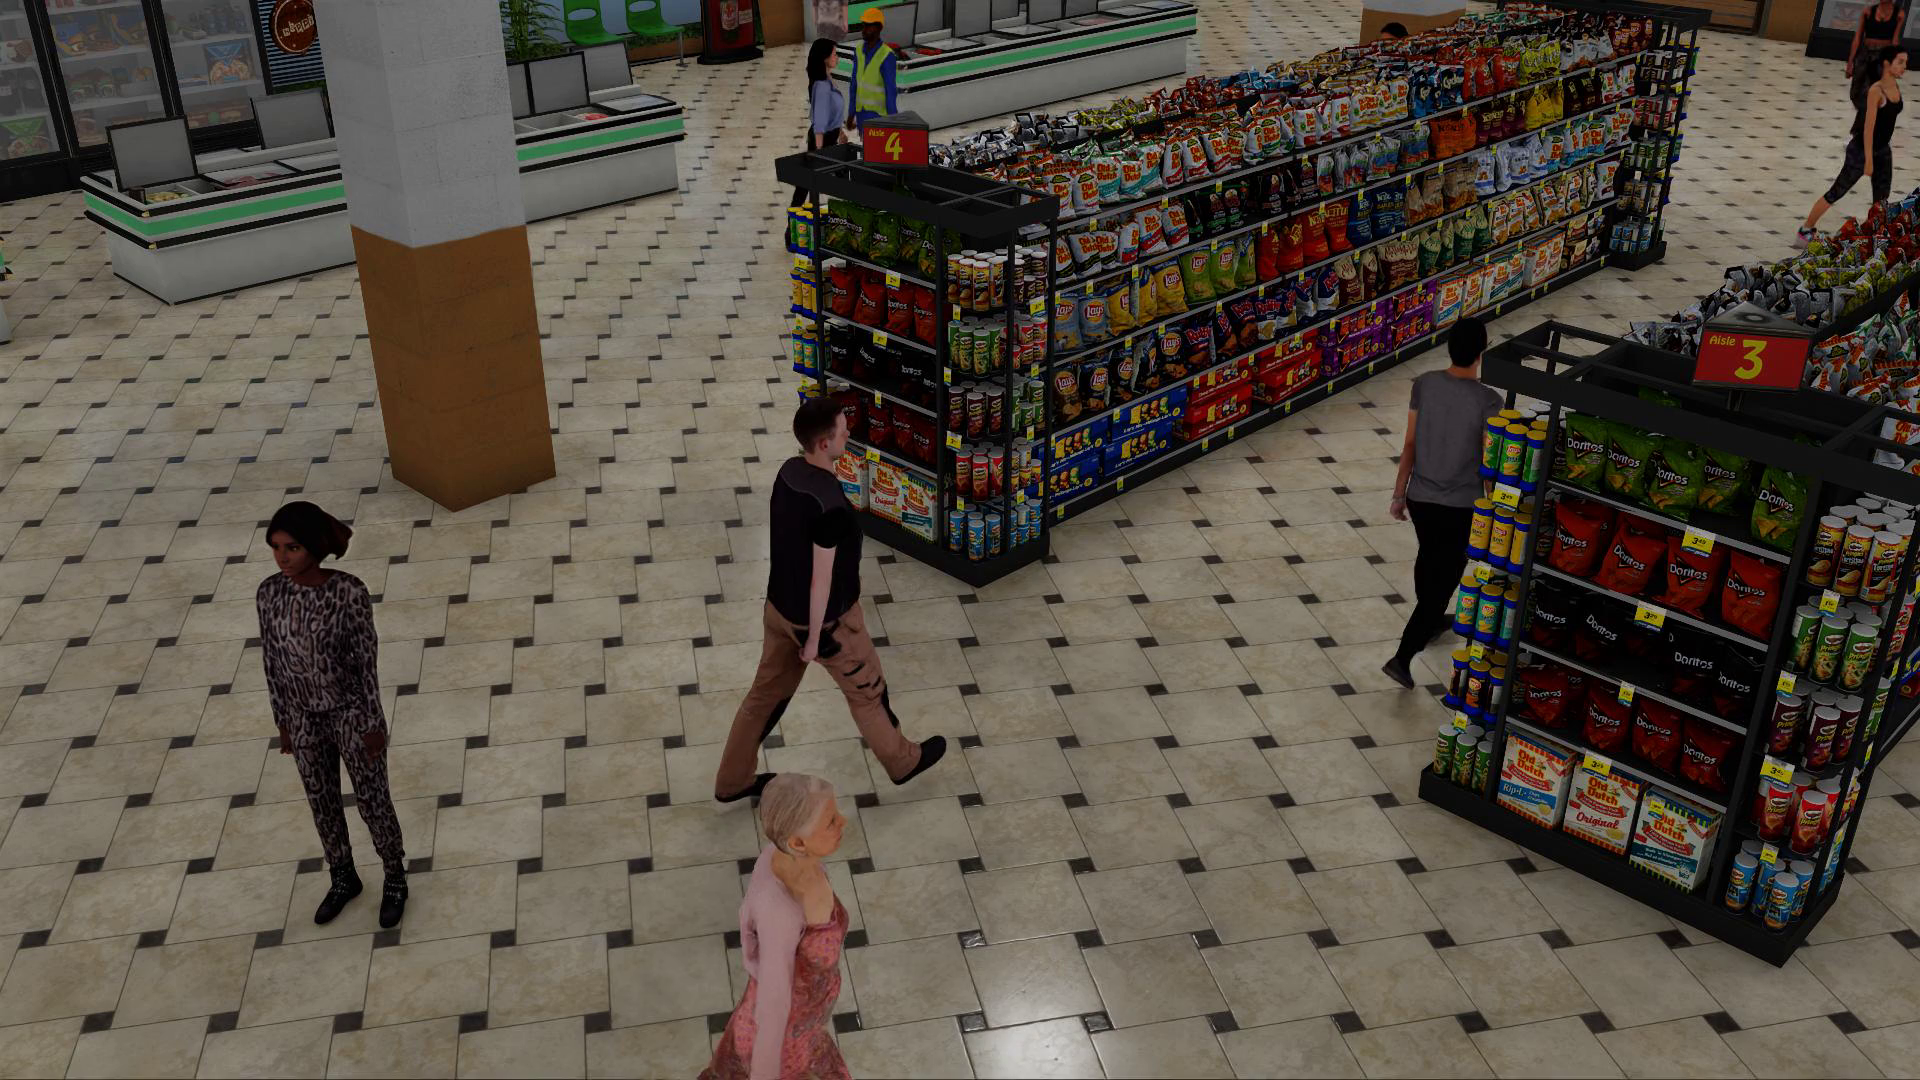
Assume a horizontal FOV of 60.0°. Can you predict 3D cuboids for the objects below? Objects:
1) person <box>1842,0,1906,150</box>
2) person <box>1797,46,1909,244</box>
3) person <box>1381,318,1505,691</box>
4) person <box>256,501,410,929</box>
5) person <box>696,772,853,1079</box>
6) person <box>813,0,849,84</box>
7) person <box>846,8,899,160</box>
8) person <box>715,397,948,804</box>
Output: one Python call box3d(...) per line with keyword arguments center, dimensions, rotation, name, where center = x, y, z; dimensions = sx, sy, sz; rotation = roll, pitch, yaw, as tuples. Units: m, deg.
box3d(center=(9.354, -4.883, 17.027), dimensions=(0.679, 1.670, 1.127), rotation=(18, 32, 32), name="person")
box3d(center=(7.325, -3.150, 13.604), dimensions=(1.136, 1.675, 0.791), rotation=(-18, 32, -31), name="person")
box3d(center=(2.182, -0.149, 7.620), dimensions=(0.643, 1.735, 1.122), rotation=(24, 36, 39), name="person")
box3d(center=(-2.282, 0.649, 6.071), dimensions=(0.681, 1.714, 0.729), rotation=(3, 27, 6), name="person")
box3d(center=(-0.581, 1.386, 4.691), dimensions=(1.128, 1.647, 1.037), rotation=(-1, 27, -3), name="person")
box3d(center=(-1.495, -5.858, 18.892), dimensions=(0.856, 1.723, 1.028), rotation=(8, 28, 15), name="person")
box3d(center=(-0.701, -3.772, 14.706), dimensions=(1.117, 1.789, 0.715), rotation=(-21, 34, -35), name="person")
box3d(center=(-0.687, 0.312, 6.658), dimensions=(1.287, 1.784, 0.893), rotation=(-15, 31, -27), name="person")
